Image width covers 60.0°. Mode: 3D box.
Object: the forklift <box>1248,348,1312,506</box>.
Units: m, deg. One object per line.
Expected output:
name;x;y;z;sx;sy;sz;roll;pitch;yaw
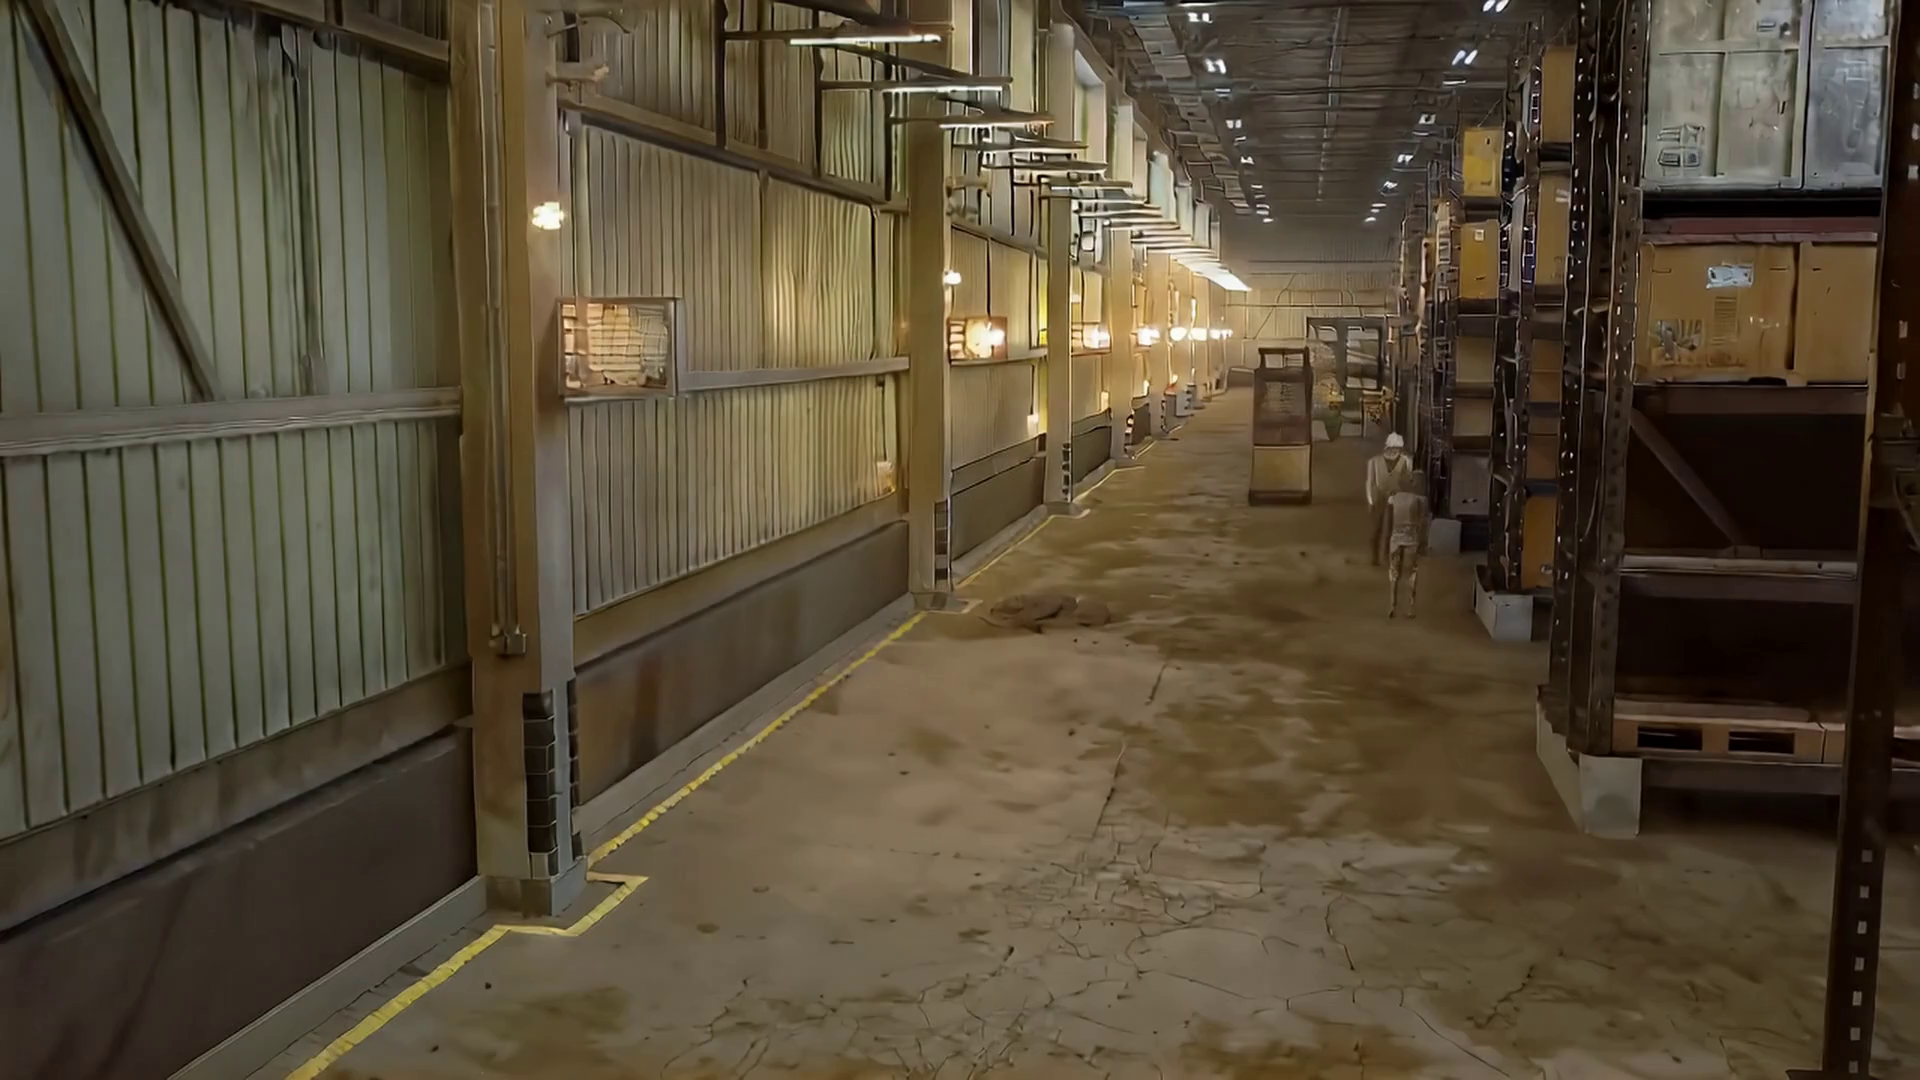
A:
forklift;5.797;-2.070;29.963;1.129;2.768;1.873;1;7;12

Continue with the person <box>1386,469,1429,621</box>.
person;4.809;0.054;17.890;0.310;1.639;0.514;-6;9;-39

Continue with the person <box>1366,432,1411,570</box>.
person;5.625;-0.533;21.895;0.580;1.812;0.775;1;7;8
